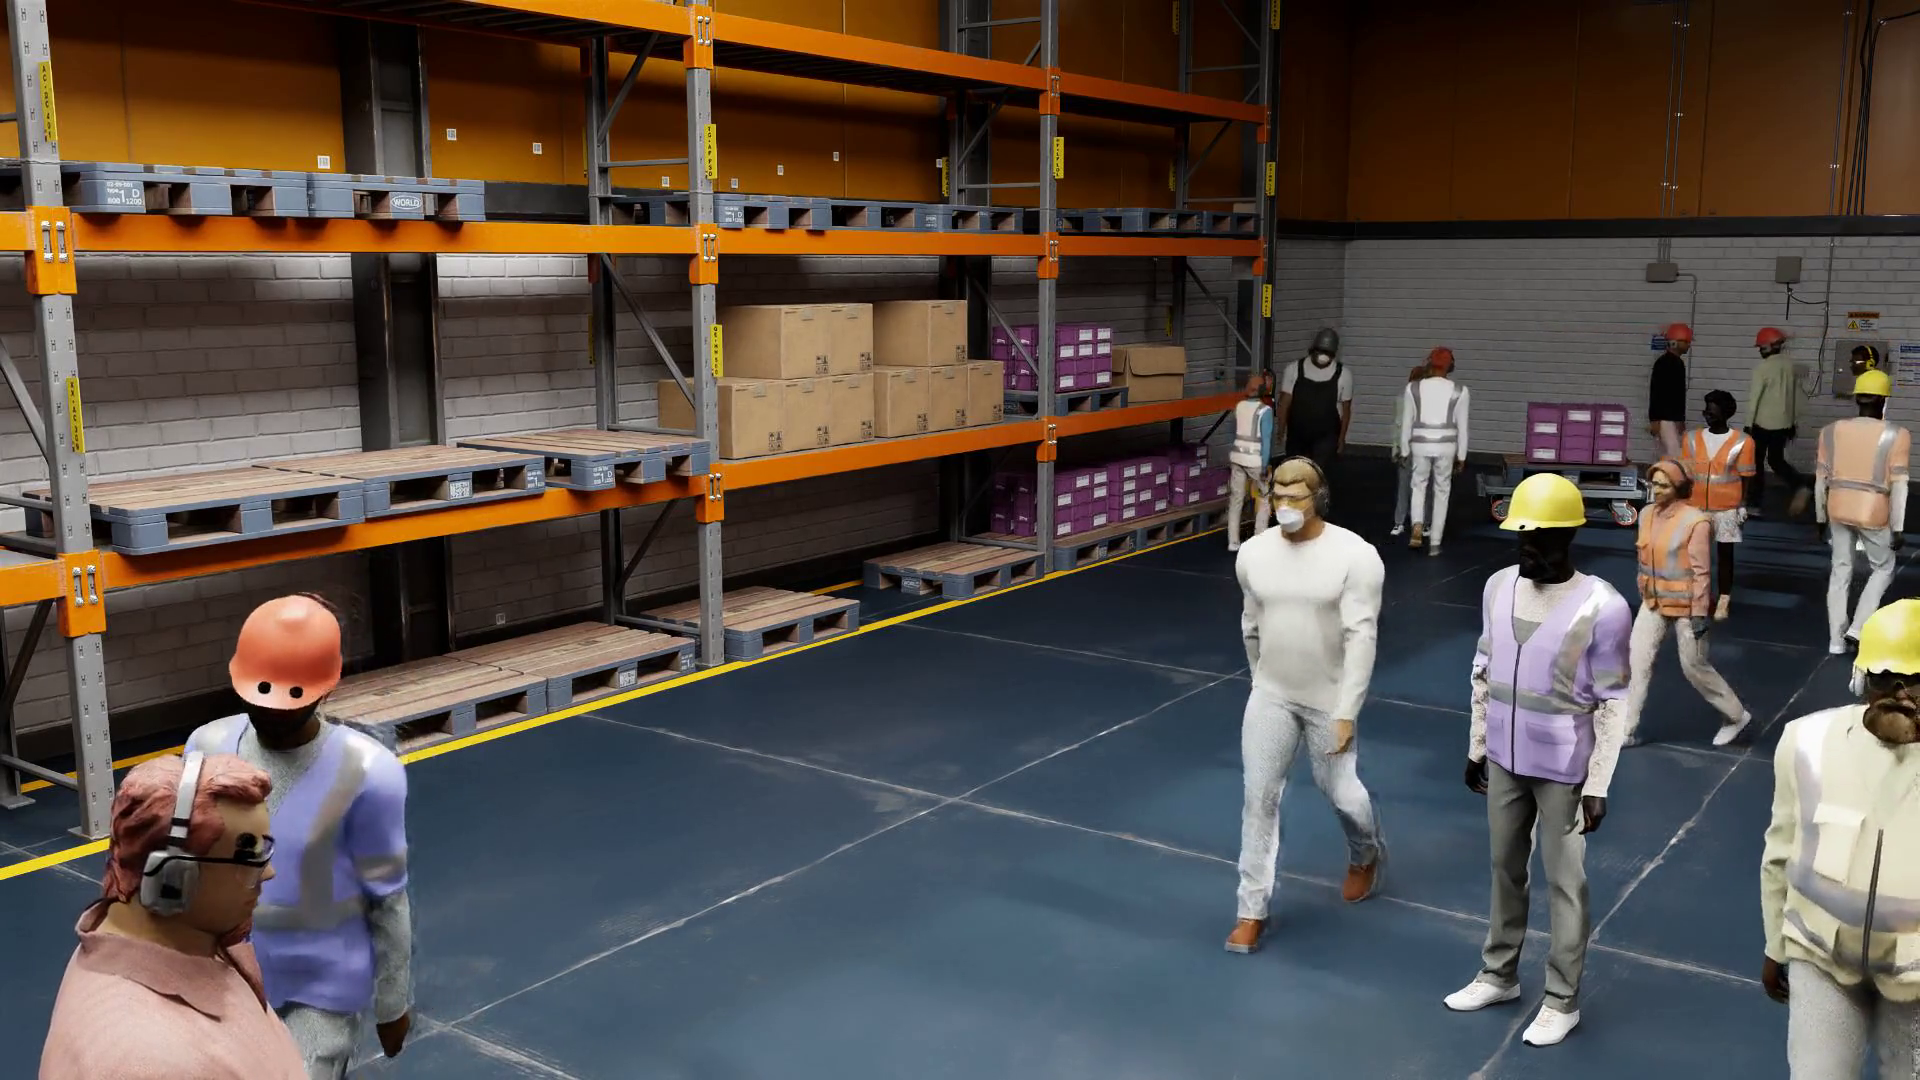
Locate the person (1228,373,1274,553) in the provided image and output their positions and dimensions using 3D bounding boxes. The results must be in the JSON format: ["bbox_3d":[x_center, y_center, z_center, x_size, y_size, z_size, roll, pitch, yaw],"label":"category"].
[{"bbox_3d":[2.637,-0.684,14.929,0.525,1.617,0.540,-6,11,-33],"label":"person"}]

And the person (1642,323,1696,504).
[{"bbox_3d":[7.433,-1.275,17.408,0.435,1.977,0.647,8,13,41],"label":"person"}]

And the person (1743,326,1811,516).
[{"bbox_3d":[8.353,-1.190,16.981,0.663,1.960,0.694,-3,10,-19],"label":"person"}]

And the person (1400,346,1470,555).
[{"bbox_3d":[4.209,-0.779,14.770,0.596,1.871,0.484,4,10,22],"label":"person"}]

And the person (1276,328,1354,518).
[{"bbox_3d":[3.479,-1.118,16.297,0.720,2.000,0.864,3,10,17],"label":"person"}]

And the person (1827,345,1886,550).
[{"bbox_3d":[8.218,-0.838,15.176,0.337,1.866,0.520,1,10,4],"label":"person"}]

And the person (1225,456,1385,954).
[{"bbox_3d":[1.379,0.599,6.539,0.625,1.903,0.989,6,11,33],"label":"person"}]

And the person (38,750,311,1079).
[{"bbox_3d":[-1.152,1.254,2.589,0.407,1.902,0.639,-4,10,-24],"label":"person"}]

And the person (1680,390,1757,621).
[{"bbox_3d":[5.520,-0.256,12.185,0.536,1.695,0.322,8,13,40],"label":"person"}]

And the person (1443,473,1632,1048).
[{"bbox_3d":[1.952,0.731,5.625,0.370,1.927,0.588,-6,11,-33],"label":"person"}]

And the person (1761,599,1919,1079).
[{"bbox_3d":[2.358,1.020,4.230,0.592,1.817,0.687,7,12,37],"label":"person"}]

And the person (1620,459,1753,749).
[{"bbox_3d":[3.864,0.347,8.894,0.809,1.598,0.557,-3,10,-18],"label":"person"}]

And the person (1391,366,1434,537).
[{"bbox_3d":[4.370,-0.845,15.881,0.503,1.632,0.274,4,10,22],"label":"person"}]

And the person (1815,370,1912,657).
[{"bbox_3d":[5.956,-0.166,11.003,0.438,1.909,0.608,-7,12,-38],"label":"person"}]

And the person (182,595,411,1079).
[{"bbox_3d":[-1.559,1.019,4.006,0.607,1.898,0.852,3,10,17],"label":"person"}]
